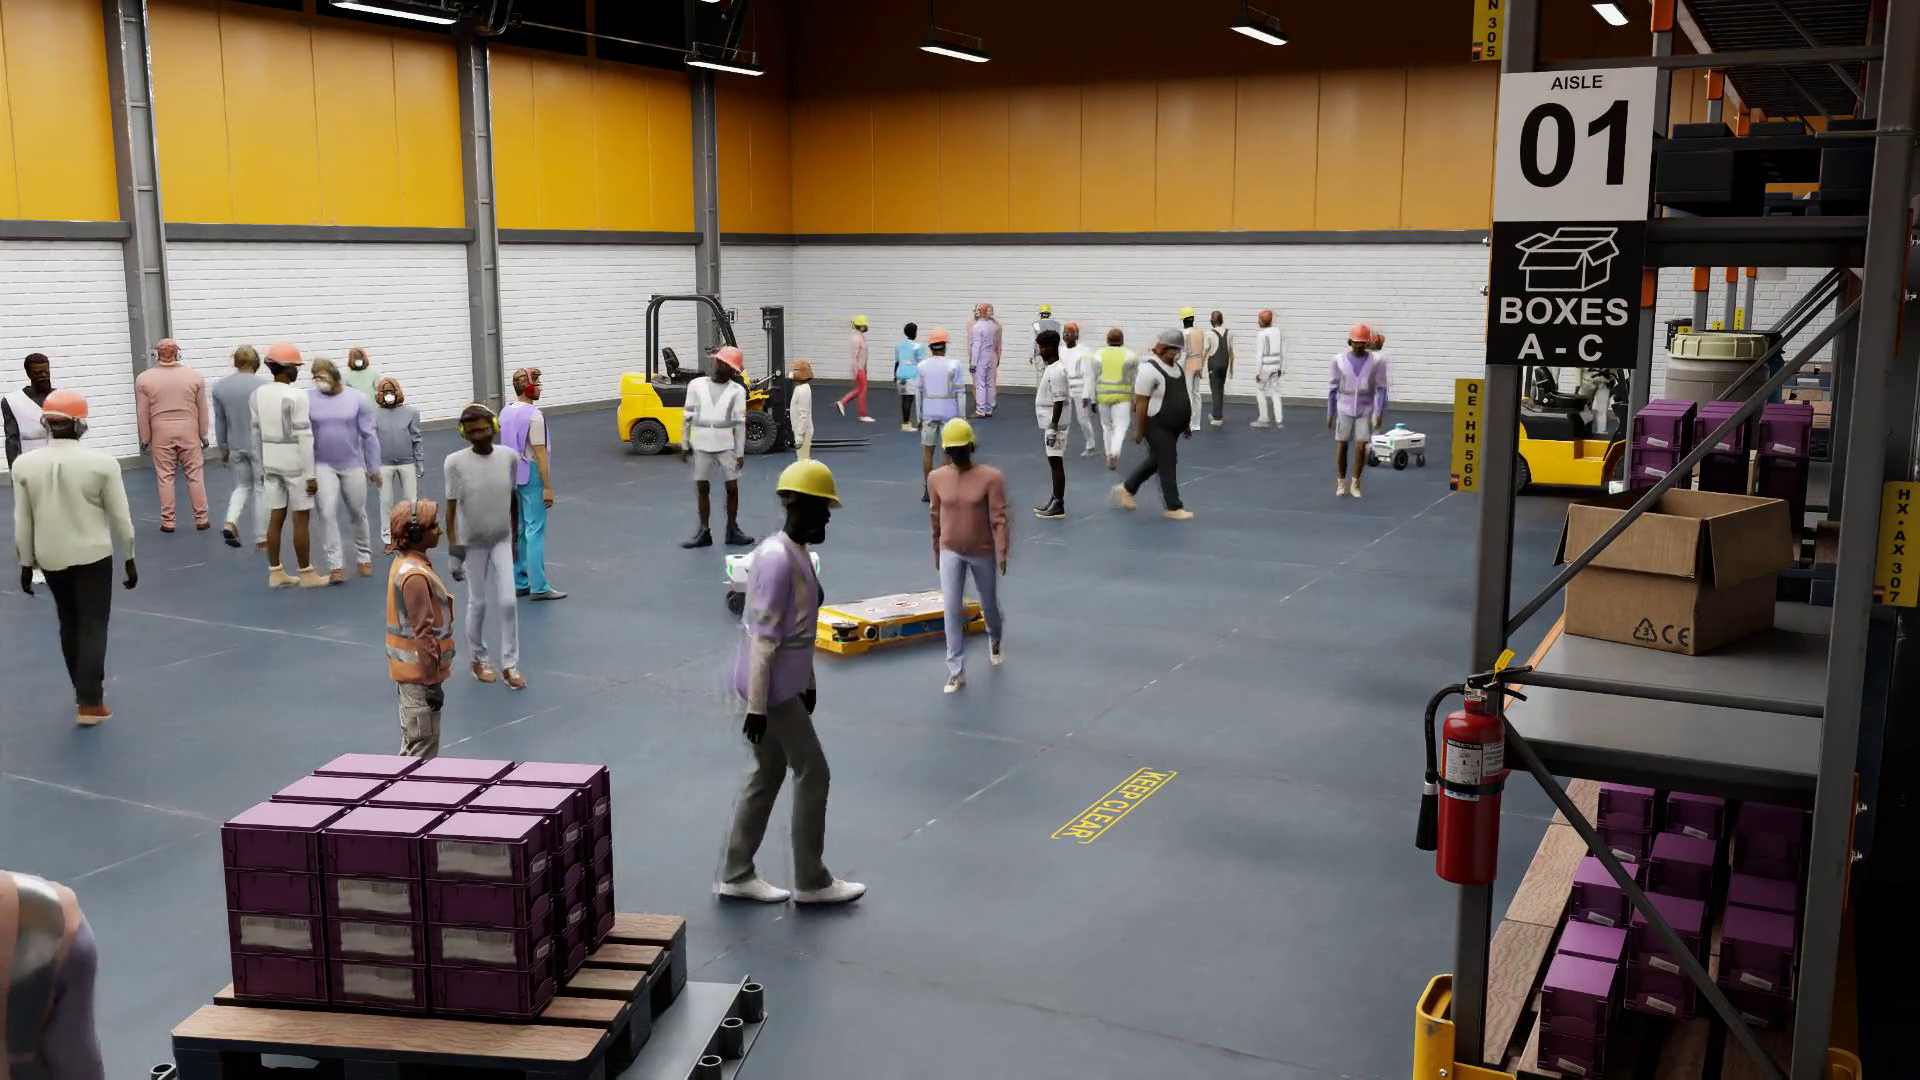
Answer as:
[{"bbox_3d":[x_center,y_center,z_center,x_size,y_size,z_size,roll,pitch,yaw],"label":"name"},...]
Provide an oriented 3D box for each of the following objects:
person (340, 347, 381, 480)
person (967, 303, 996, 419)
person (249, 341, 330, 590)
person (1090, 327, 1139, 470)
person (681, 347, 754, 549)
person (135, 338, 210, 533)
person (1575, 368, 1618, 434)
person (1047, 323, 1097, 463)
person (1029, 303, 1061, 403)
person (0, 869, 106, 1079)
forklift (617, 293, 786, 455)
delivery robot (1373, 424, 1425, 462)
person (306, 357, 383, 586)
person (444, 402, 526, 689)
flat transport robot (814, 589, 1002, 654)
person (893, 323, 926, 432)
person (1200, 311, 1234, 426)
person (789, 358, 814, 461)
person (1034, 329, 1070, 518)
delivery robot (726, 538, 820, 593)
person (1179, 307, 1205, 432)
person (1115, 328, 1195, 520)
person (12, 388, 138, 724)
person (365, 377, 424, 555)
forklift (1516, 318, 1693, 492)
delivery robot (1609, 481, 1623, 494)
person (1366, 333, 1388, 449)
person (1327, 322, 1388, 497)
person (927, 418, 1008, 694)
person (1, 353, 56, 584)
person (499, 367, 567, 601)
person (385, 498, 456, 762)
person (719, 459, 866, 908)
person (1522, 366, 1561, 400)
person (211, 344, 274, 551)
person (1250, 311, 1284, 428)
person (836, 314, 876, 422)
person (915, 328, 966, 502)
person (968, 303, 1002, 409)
[{"bbox_3d":[-7.247,-1.540,20.188,0.535,1.620,0.381,-6,11,-29],"label":"person"},{"bbox_3d":[0.336,-2.971,27.660,0.407,1.910,0.639,5,11,28],"label":"person"},{"bbox_3d":[-5.467,-0.602,13.567,0.615,2.040,0.389,5,11,25],"label":"person"},{"bbox_3d":[1.961,-1.790,21.113,0.632,1.814,0.841,3,10,15],"label":"person"},{"bbox_3d":[-2.288,-0.848,15.457,0.670,1.887,0.369,-1,10,-6],"label":"person"},{"bbox_3d":[-7.745,-1.026,16.402,0.643,1.910,0.400,-5,11,-26],"label":"person"},{"bbox_3d":[9.005,-2.198,23.533,0.608,1.780,0.945,2,10,11],"label":"person"},{"bbox_3d":[1.521,-1.954,21.999,0.589,1.839,0.990,7,12,35],"label":"person"},{"bbox_3d":[1.549,-3.403,30.373,0.589,1.835,0.404,-2,10,-11],"label":"person"},{"bbox_3d":[-2.030,1.290,3.300,0.622,1.813,0.920,-8,12,-38],"label":"person"},{"bbox_3d":[-3.588,-2.317,23.042,2.313,2.155,1.214,-1,10,-5],"label":"forklift"},{"bbox_3d":[5.629,-1.246,21.312,0.707,0.478,0.477,-7,12,-36],"label":"delivery robot"},{"bbox_3d":[-5.171,-0.572,13.834,0.695,1.887,0.862,-2,10,-13],"label":"person"},{"bbox_3d":[-2.977,0.040,10.460,0.534,1.824,0.763,-6,11,-31],"label":"person"},{"bbox_3d":[-0.447,0.565,11.924,1.431,0.197,0.652,-8,13,-39],"label":"flat transport robot"},{"bbox_3d":[-0.786,-2.504,25.671,0.555,1.666,0.603,7,12,34],"label":"person"},{"bbox_3d":[4.078,-2.737,26.564,0.535,1.842,0.550,-4,11,-21],"label":"person"},{"bbox_3d":[-1.692,-1.110,17.671,0.280,1.636,0.500,-1,10,-7],"label":"person"},{"bbox_3d":[0.958,-1.206,17.294,0.376,1.959,0.603,0,10,1],"label":"person"},{"bbox_3d":[-1.445,0.225,12.797,0.707,0.478,0.477,-2,10,-11],"label":"delivery robot"},{"bbox_3d":[3.508,-2.606,25.517,0.382,1.919,0.584,9,13,42],"label":"person"},{"bbox_3d":[2.037,-1.261,17.378,0.960,2.000,0.688,7,12,35],"label":"person"},{"bbox_3d":[-5.225,0.085,9.839,0.635,1.987,0.660,-1,10,-5],"label":"person"},{"bbox_3d":[-5.161,-0.676,15.196,0.503,1.626,0.280,-4,10,-21],"label":"person"},{"bbox_3d":[7.066,-1.601,18.899,2.313,2.155,1.214,5,11,27],"label":"forklift"},{"bbox_3d":[6.931,-0.464,16.789,0.707,0.478,0.477,4,11,20],"label":"delivery robot"},{"bbox_3d":[5.738,-2.048,23.111,0.310,1.634,0.531,-3,10,-17],"label":"person"},{"bbox_3d":[4.445,-1.436,18.633,0.659,2.001,0.634,3,10,16],"label":"person"},{"bbox_3d":[0.069,0.054,10.687,0.538,1.728,0.864,2,10,12],"label":"person"},{"bbox_3d":[-7.683,-0.608,13.947,0.391,1.920,0.587,7,12,35],"label":"person"},{"bbox_3d":[-3.428,-0.438,13.168,0.563,1.847,0.389,9,14,43],"label":"person"},{"bbox_3d":[-2.461,0.625,7.615,0.308,1.641,0.514,-4,11,-24],"label":"person"},{"bbox_3d":[-0.704,0.608,7.004,0.714,1.879,0.621,-1,10,-4],"label":"person"},{"bbox_3d":[8.093,-2.234,23.323,0.627,1.934,0.371,6,12,32],"label":"person"},{"bbox_3d":[-6.523,-0.832,15.258,0.627,1.925,0.500,1,10,8],"label":"person"},{"bbox_3d":[4.857,-2.673,26.137,0.685,1.843,0.477,-7,12,-36],"label":"person"},{"bbox_3d":[-1.703,-2.798,27.117,0.615,1.755,0.522,1,10,8],"label":"person"},{"bbox_3d":[-0.206,-1.358,18.365,0.605,1.916,0.416,2,10,13],"label":"person"},{"bbox_3d":[0.441,-3.285,29.645,0.634,1.869,0.992,-1,10,-5],"label":"person"}]
